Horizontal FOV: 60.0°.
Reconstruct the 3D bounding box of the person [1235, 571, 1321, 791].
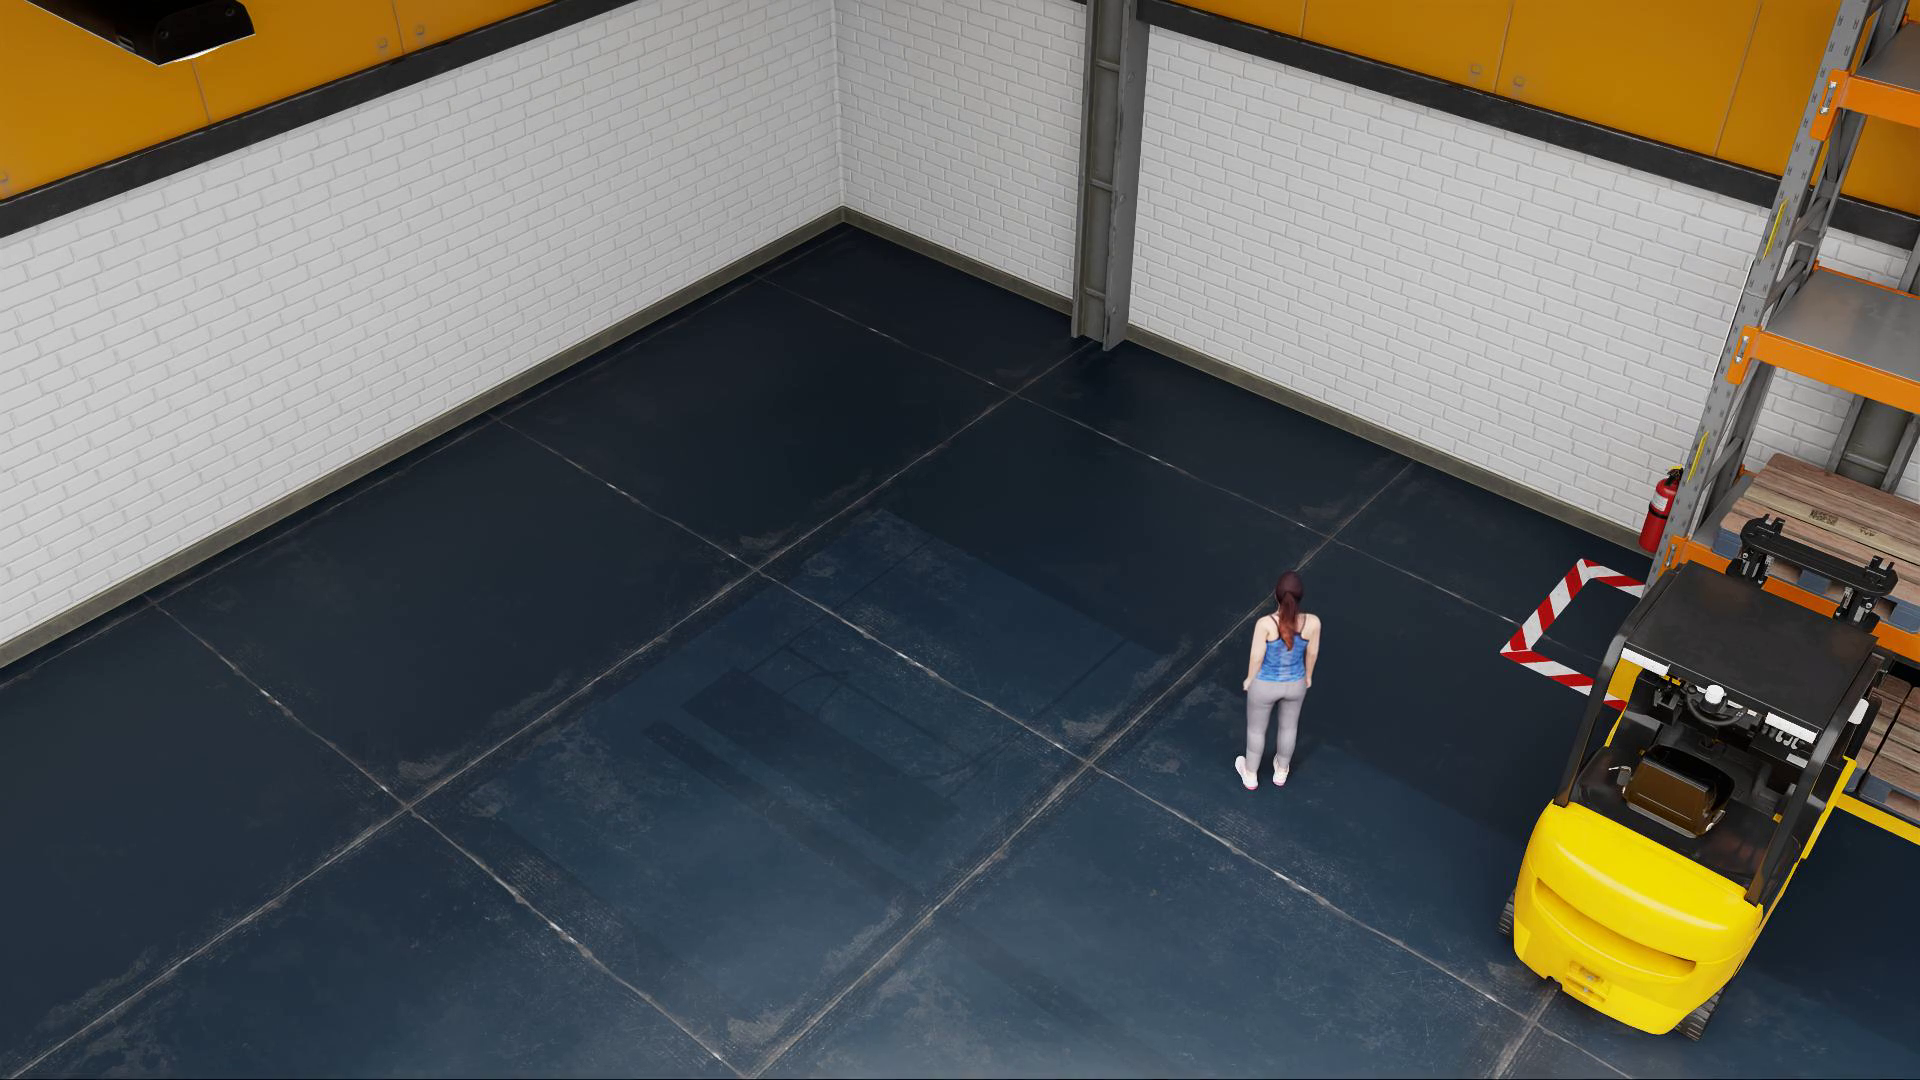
[{"bbox_3d":[1.903,0.849,9.970,0.648,1.609,0.706,-3,39,-4],"label":"person"}]
